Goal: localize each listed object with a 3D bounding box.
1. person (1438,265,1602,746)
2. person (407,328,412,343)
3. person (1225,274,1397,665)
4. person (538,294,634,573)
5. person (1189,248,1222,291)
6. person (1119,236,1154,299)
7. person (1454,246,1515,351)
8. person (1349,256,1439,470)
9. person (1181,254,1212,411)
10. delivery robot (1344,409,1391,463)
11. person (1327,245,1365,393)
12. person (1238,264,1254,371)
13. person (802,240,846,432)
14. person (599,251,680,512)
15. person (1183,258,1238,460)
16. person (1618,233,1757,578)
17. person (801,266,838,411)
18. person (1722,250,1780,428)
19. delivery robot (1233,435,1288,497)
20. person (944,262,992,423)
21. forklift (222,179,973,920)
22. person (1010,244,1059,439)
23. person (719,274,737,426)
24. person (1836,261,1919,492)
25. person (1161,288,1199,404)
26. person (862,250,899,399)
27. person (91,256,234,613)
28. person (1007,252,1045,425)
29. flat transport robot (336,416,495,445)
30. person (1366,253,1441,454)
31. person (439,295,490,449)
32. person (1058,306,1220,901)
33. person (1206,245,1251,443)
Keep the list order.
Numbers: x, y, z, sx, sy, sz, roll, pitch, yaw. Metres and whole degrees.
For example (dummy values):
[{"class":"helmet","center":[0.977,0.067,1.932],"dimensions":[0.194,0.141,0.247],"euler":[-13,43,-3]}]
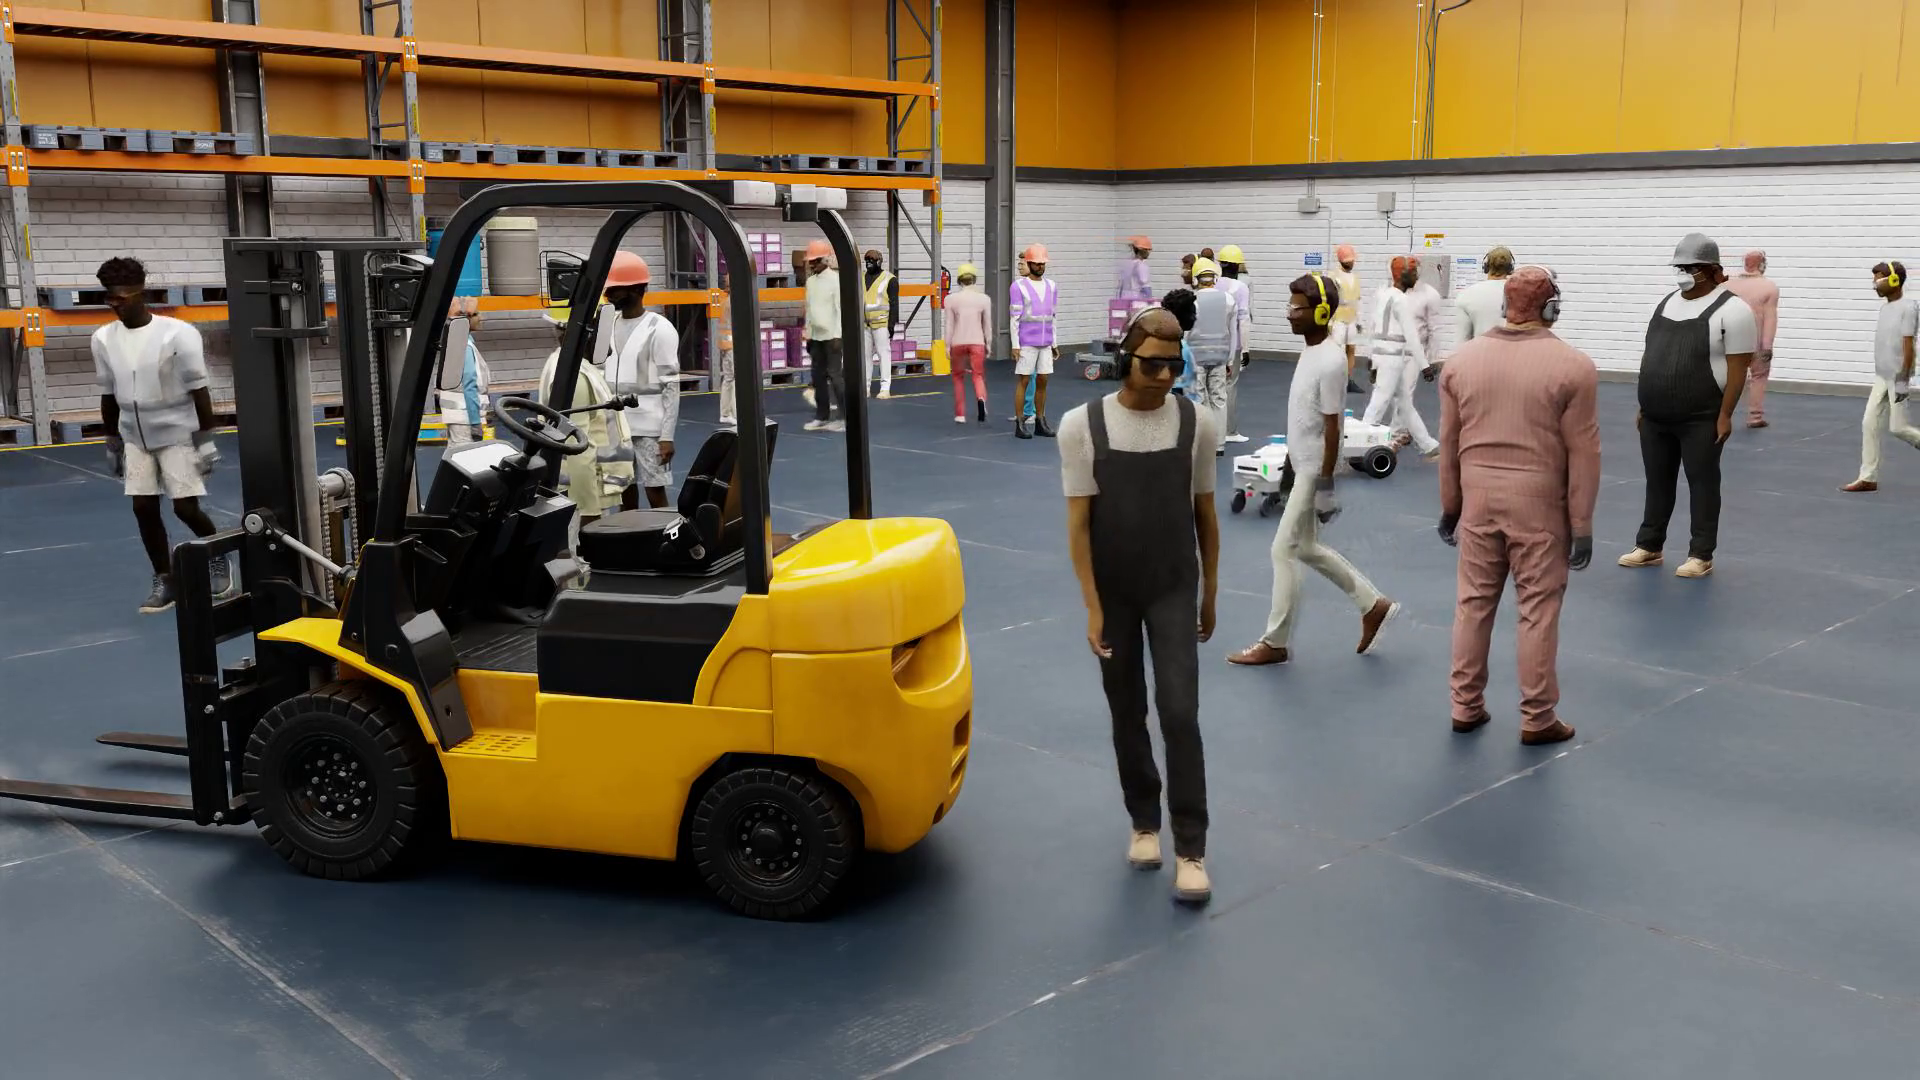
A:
[{"class":"person","center":[2.229,-0.136,6.666],"dimensions":[0.674,1.905,0.403],"euler":[9,14,41]},{"class":"person","center":[-5.729,-1.893,16.977],"dimensions":[0.499,1.633,0.289],"euler":[-9,14,-40]},{"class":"person","center":[1.677,-0.320,7.817],"dimensions":[0.775,1.847,0.547],"euler":[1,10,5]},{"class":"person","center":[-1.610,-0.201,7.199],"dimensions":[0.403,1.837,0.591],"euler":[-3,11,-16]},{"class":"person","center":[3.655,-3.400,24.648],"dimensions":[0.621,1.837,0.429],"euler":[-2,11,-12]},{"class":"person","center":[2.677,-3.470,24.582],"dimensions":[1.011,1.988,0.646],"euler":[-3,11,-16]},{"class":"person","center":[4.187,-1.326,13.054],"dimensions":[0.627,1.940,0.370],"euler":[3,11,16]},{"class":"person","center":[3.844,-1.506,14.289],"dimensions":[0.989,1.834,0.590],"euler":[1,10,3]},{"class":"person","center":[2.184,-1.678,15.209],"dimensions":[0.352,1.854,0.583],"euler":[1,10,6]},{"class":"delivery robot","center":[3.249,-0.857,14.017],"dimensions":[0.707,0.478,0.477],"euler":[-1,10,-5]},{"class":"person","center":[4.917,-2.818,21.334],"dimensions":[0.573,1.909,0.456],"euler":[-7,12,-32]},{"class":"person","center":[4.142,-3.396,24.906],"dimensions":[0.513,1.728,0.343],"euler":[0,10,1]},{"class":"person","center":[-1.405,-2.104,17.205],"dimensions":[0.488,1.970,0.653],"euler":[-9,14,-40]},{"class":"person","center":[-1.804,-0.623,9.232],"dimensions":[0.547,1.934,0.375],"euler":[7,12,32]},{"class":"person","center":[2.191,-1.614,14.945],"dimensions":[0.589,1.822,0.403],"euler":[-3,11,-15]},{"class":"person","center":[4.307,-0.803,9.922],"dimensions":[0.538,2.000,0.683],"euler":[-6,12,-32]},{"class":"person","center":[-1.579,-2.307,19.084],"dimensions":[0.387,1.686,0.550],"euler":[-3,11,-14]},{"class":"person","center":[8.187,-2.085,17.365],"dimensions":[0.857,1.881,0.651],"euler":[-7,13,-34]},{"class":"delivery robot","center":[2.335,-0.528,12.220],"dimensions":[0.707,0.478,0.477],"euler":[-9,14,-40]},{"class":"person","center":[0.094,-2.084,17.734],"dimensions":[0.526,1.739,0.686],"euler":[-2,11,-8]},{"class":"forklift","center":[-1.114,-0.058,5.440],"dimensions":[2.313,2.155,1.214],"euler":[2,11,13]},{"class":"person","center":[0.762,-1.980,16.622],"dimensions":[0.552,1.936,0.360],"euler":[-6,12,-31]},{"class":"person","center":[-2.412,-2.033,17.748],"dimensions":[0.316,1.630,0.519],"euler":[-5,12,-25]},{"class":"person","center":[7.411,-1.270,13.064],"dimensions":[0.781,1.833,0.540],"euler":[-1,10,-3]},{"class":"person","center":[1.353,-0.748,10.574],"dimensions":[0.318,1.693,0.533],"euler":[0,10,-1]},{"class":"person","center":[-1.069,-2.669,20.643],"dimensions":[0.621,1.845,0.429],"euler":[6,12,28]},{"class":"person","center":[-4.299,-0.564,8.971],"dimensions":[0.643,1.925,0.672],"euler":[1,10,7]},{"class":"person","center":[0.773,-2.165,17.879],"dimensions":[0.389,1.847,0.563],"euler":[-5,11,-24]},{"class":"flat transport robot","center":[-5.295,-1.073,16.225],"dimensions":[1.431,0.197,0.652],"euler":[-2,11,-13]},{"class":"person","center":[4.181,-1.758,15.620],"dimensions":[0.664,1.872,0.909],"euler":[8,13,38]},{"class":"person","center":[-3.181,-0.748,10.712],"dimensions":[0.313,1.642,0.513],"euler":[-5,12,-27]},{"class":"person","center":[0.553,0.195,5.112],"dimensions":[0.508,1.803,0.729],"euler":[1,10,4]},{"class":"person","center":[2.605,-1.916,16.305],"dimensions":[0.384,1.924,0.593],"euler":[-9,14,-42]}]
